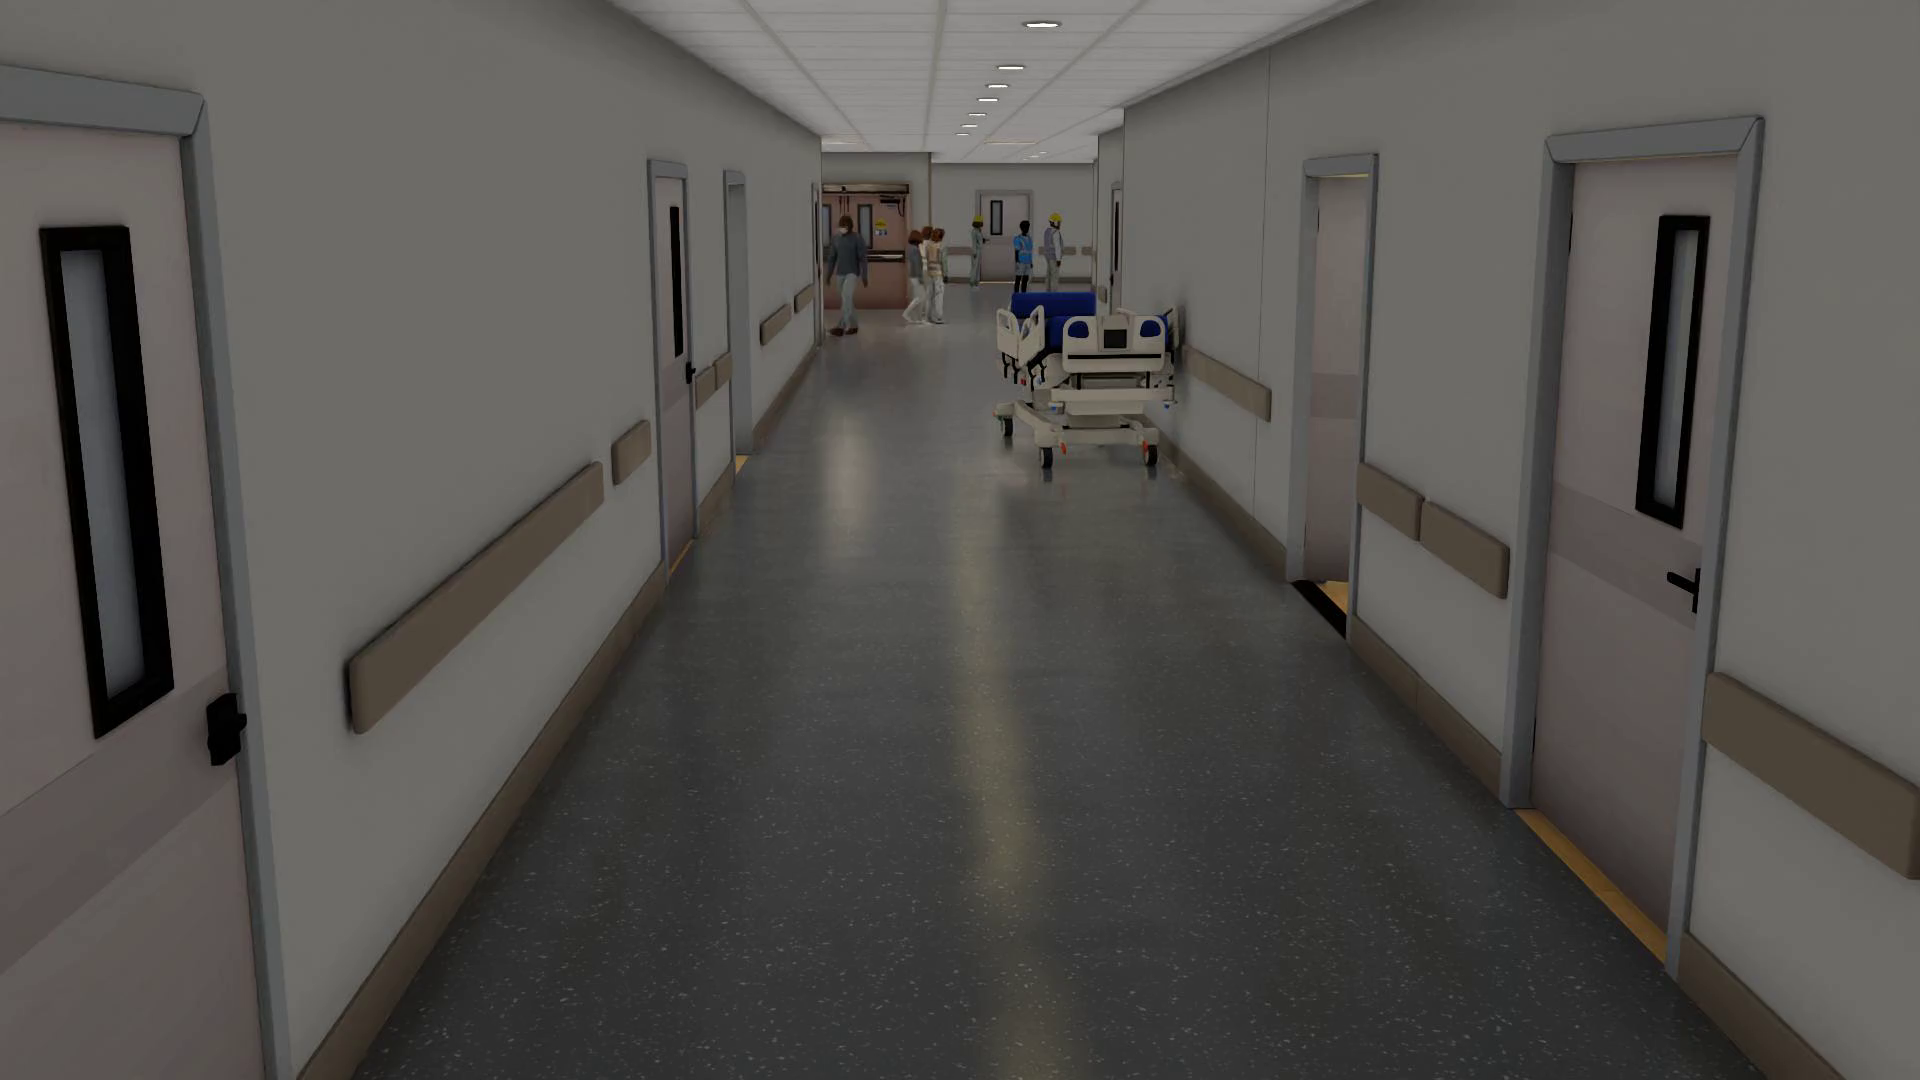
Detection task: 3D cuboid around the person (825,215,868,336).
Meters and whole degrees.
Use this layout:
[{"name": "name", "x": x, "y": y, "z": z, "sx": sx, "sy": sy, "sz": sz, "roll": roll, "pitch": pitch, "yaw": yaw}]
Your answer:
[{"name": "person", "x": -1.838, "y": -4.133, "z": 26.038, "sx": 0.667, "sy": 1.892, "sz": 0.840, "roll": 9, "pitch": 14, "yaw": 36}]

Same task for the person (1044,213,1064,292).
[{"name": "person", "x": 1.972, "y": -5.902, "z": 34.770, "sx": 0.404, "sy": 1.827, "sz": 0.602, "roll": -5, "pitch": 12, "yaw": -21}]

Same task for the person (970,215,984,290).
[{"name": "person", "x": 0.418, "y": -6.797, "z": 39.343, "sx": 0.321, "sy": 1.742, "sz": 0.492, "roll": 3, "pitch": 12, "yaw": 17}]

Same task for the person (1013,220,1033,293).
[{"name": "person", "x": 1.300, "y": -5.668, "z": 33.947, "sx": 0.320, "sy": 1.698, "sz": 0.538, "roll": 10, "pitch": 15, "yaw": 41}]

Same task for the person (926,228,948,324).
[{"name": "person", "x": -0.403, "y": -4.533, "z": 28.596, "sx": 0.318, "sy": 1.630, "sz": 0.514, "roll": -10, "pitch": 15, "yaw": -41}]

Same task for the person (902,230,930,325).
[{"name": "person", "x": -0.728, "y": -4.456, "z": 28.274, "sx": 0.389, "sy": 1.610, "sz": 0.531, "roll": 0, "pitch": 12, "yaw": -2}]
